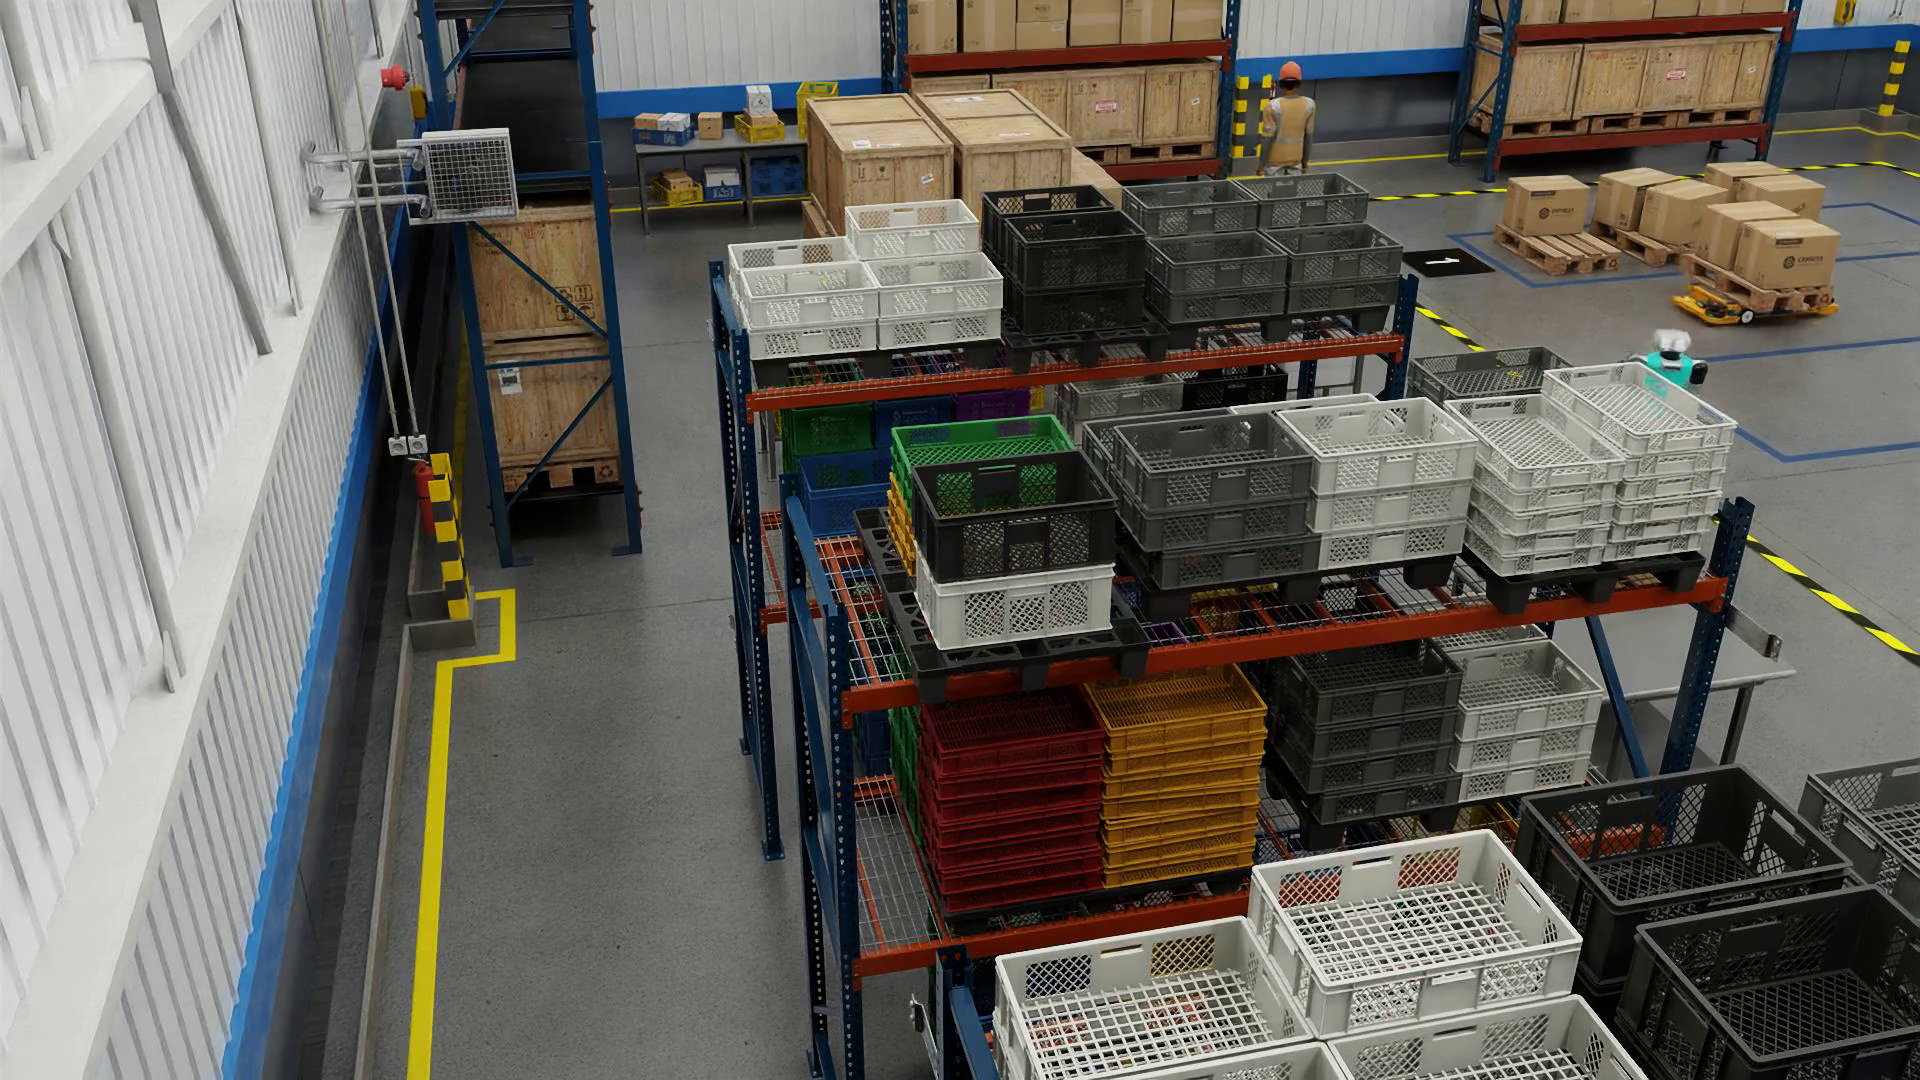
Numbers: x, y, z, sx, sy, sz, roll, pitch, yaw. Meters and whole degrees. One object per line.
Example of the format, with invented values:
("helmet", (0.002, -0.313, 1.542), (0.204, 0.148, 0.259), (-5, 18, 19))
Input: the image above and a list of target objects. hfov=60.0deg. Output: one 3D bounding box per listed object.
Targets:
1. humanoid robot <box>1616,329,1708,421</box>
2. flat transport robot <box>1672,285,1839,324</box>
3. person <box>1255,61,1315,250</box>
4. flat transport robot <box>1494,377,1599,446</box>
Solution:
("humanoid robot", (4.847, -0.739, 11.869), (0.539, 1.769, 0.779), (4, 28, 7))
("flat transport robot", (7.937, -2.405, 16.580), (1.431, 0.197, 0.652), (-6, 28, -12))
("person", (3.488, -4.126, 17.976), (0.614, 2.039, 0.375), (-8, 29, -15))
("flat transport robot", (4.780, -1.036, 14.013), (0.659, 0.231, 1.431), (-6, 28, -12))
